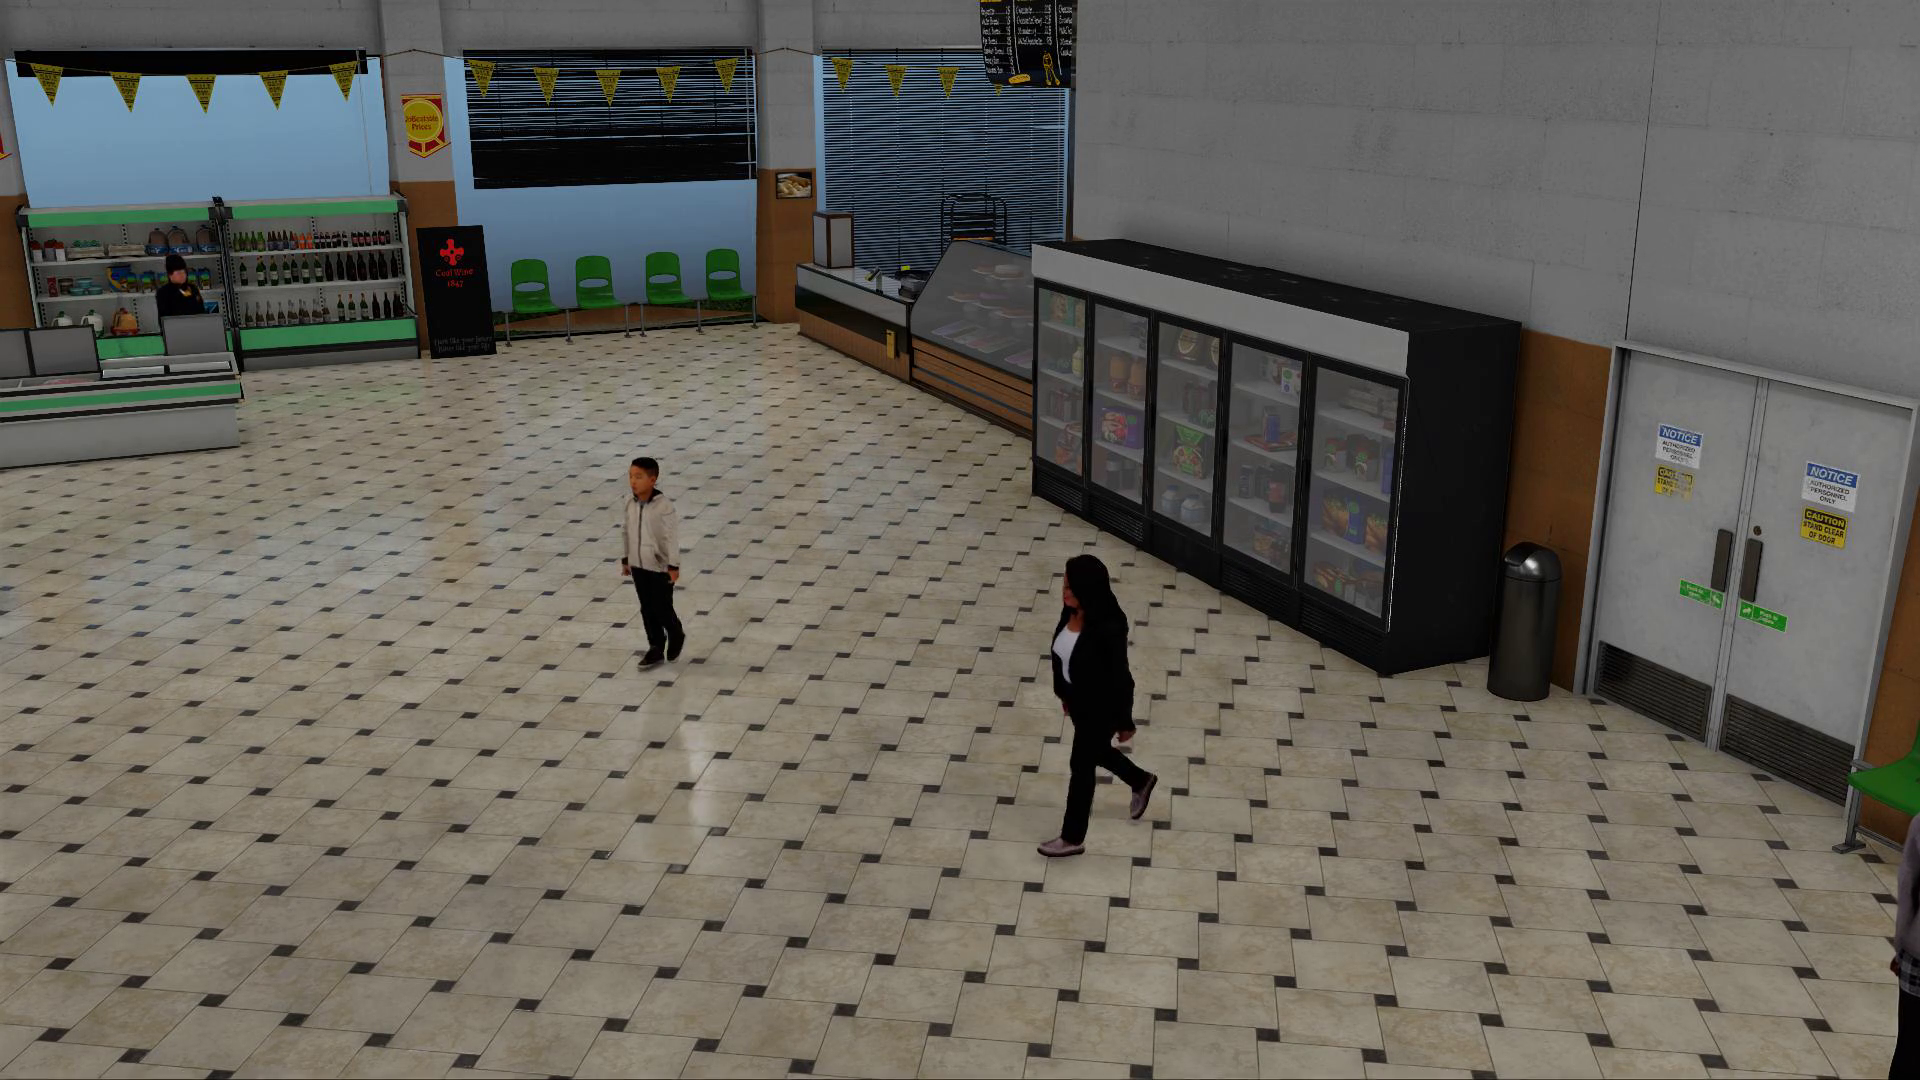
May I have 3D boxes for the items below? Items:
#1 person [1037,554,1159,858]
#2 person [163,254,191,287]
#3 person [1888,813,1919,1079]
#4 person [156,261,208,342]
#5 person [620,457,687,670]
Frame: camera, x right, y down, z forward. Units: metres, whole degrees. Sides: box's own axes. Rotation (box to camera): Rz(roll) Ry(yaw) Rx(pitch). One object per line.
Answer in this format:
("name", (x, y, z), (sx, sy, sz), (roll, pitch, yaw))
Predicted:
("person", (0.772, 0.830, 8.568), (1.108, 1.579, 0.756), (-11, 20, -32))
("person", (-9.082, -2.514, 19.438), (0.883, 1.660, 0.934), (-14, 22, -38))
("person", (3.600, 1.511, 5.988), (0.698, 1.774, 0.724), (10, 19, 29))
("person", (-8.820, -2.318, 18.807), (0.997, 1.653, 0.944), (7, 18, 23))
("person", (-1.999, 0.140, 11.068), (0.719, 1.447, 0.768), (8, 19, 25))
